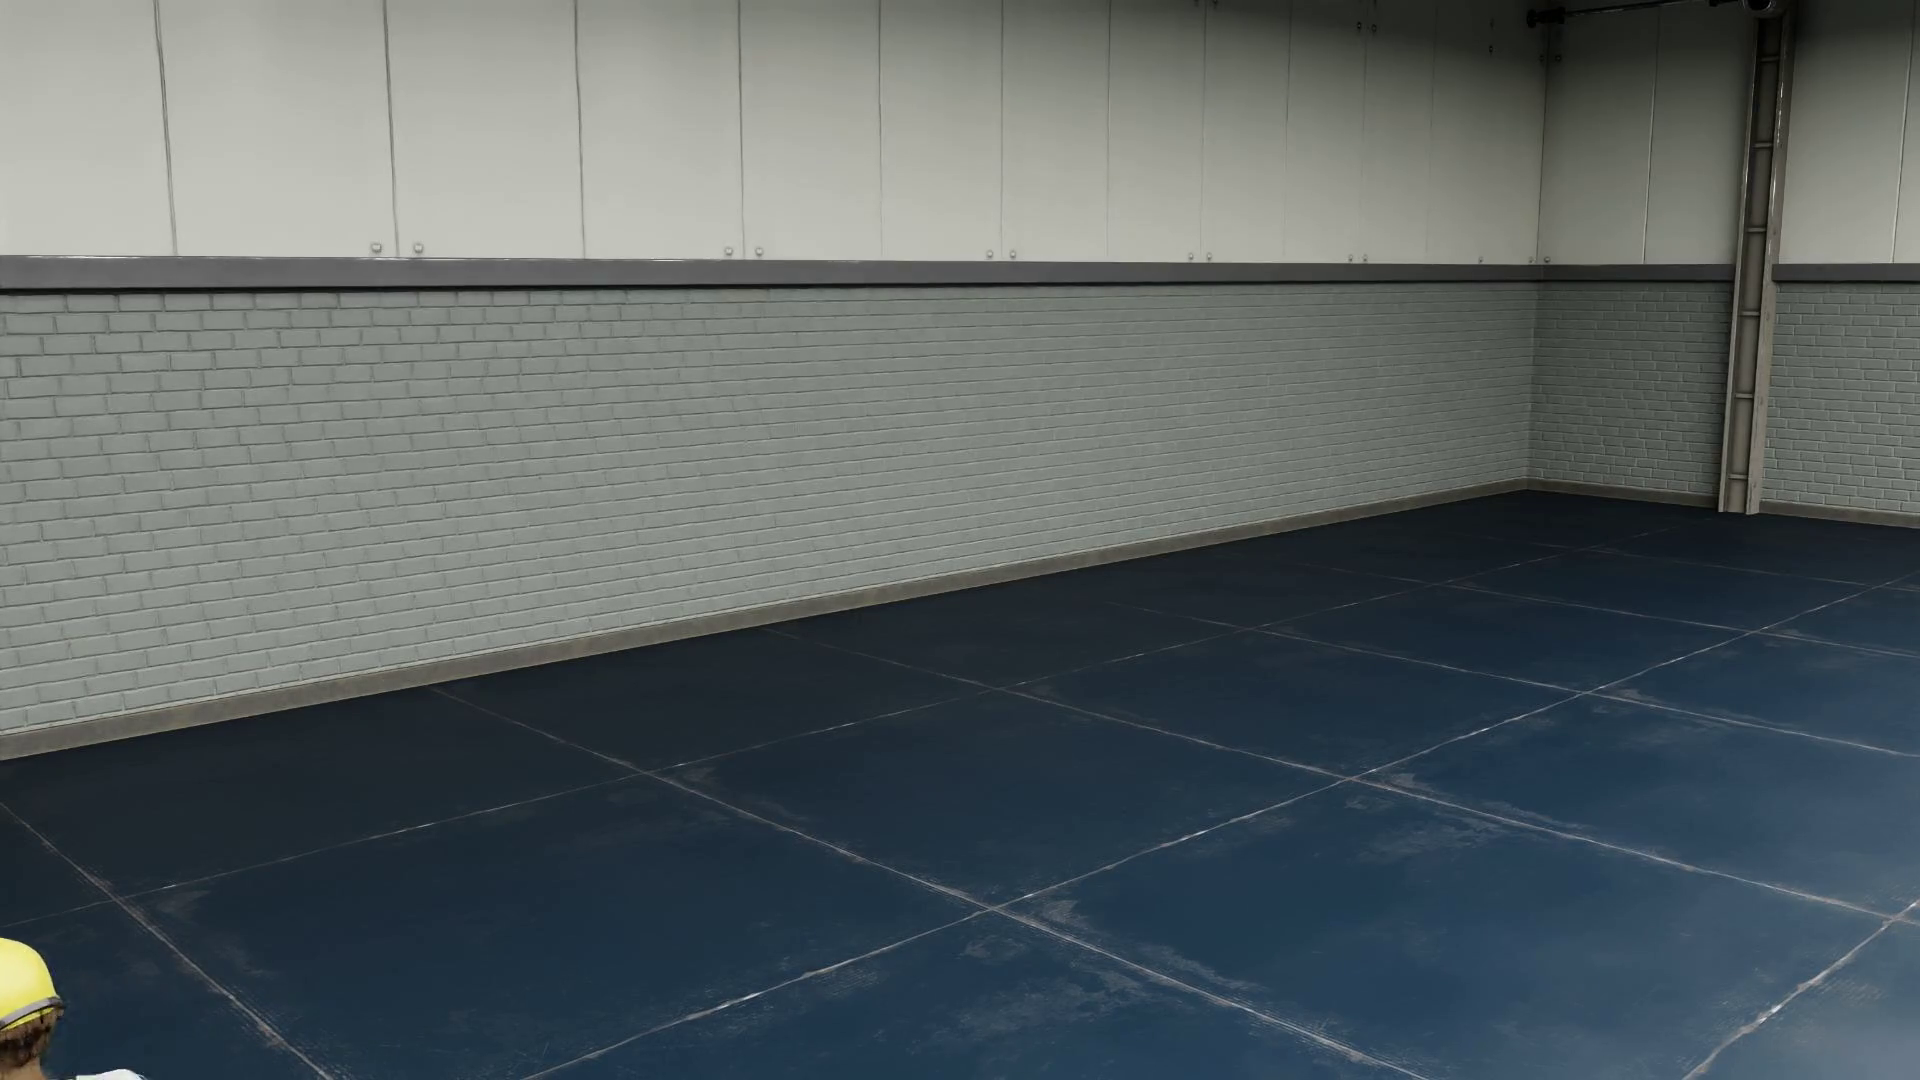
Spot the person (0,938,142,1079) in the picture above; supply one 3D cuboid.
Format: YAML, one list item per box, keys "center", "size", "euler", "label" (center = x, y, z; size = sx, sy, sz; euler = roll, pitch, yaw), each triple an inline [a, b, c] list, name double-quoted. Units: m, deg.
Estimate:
- center: [-1.842, 1.638, 3.313]
  size: [0.394, 1.755, 0.528]
  euler: [5, 11, 31]
  label: "person"
